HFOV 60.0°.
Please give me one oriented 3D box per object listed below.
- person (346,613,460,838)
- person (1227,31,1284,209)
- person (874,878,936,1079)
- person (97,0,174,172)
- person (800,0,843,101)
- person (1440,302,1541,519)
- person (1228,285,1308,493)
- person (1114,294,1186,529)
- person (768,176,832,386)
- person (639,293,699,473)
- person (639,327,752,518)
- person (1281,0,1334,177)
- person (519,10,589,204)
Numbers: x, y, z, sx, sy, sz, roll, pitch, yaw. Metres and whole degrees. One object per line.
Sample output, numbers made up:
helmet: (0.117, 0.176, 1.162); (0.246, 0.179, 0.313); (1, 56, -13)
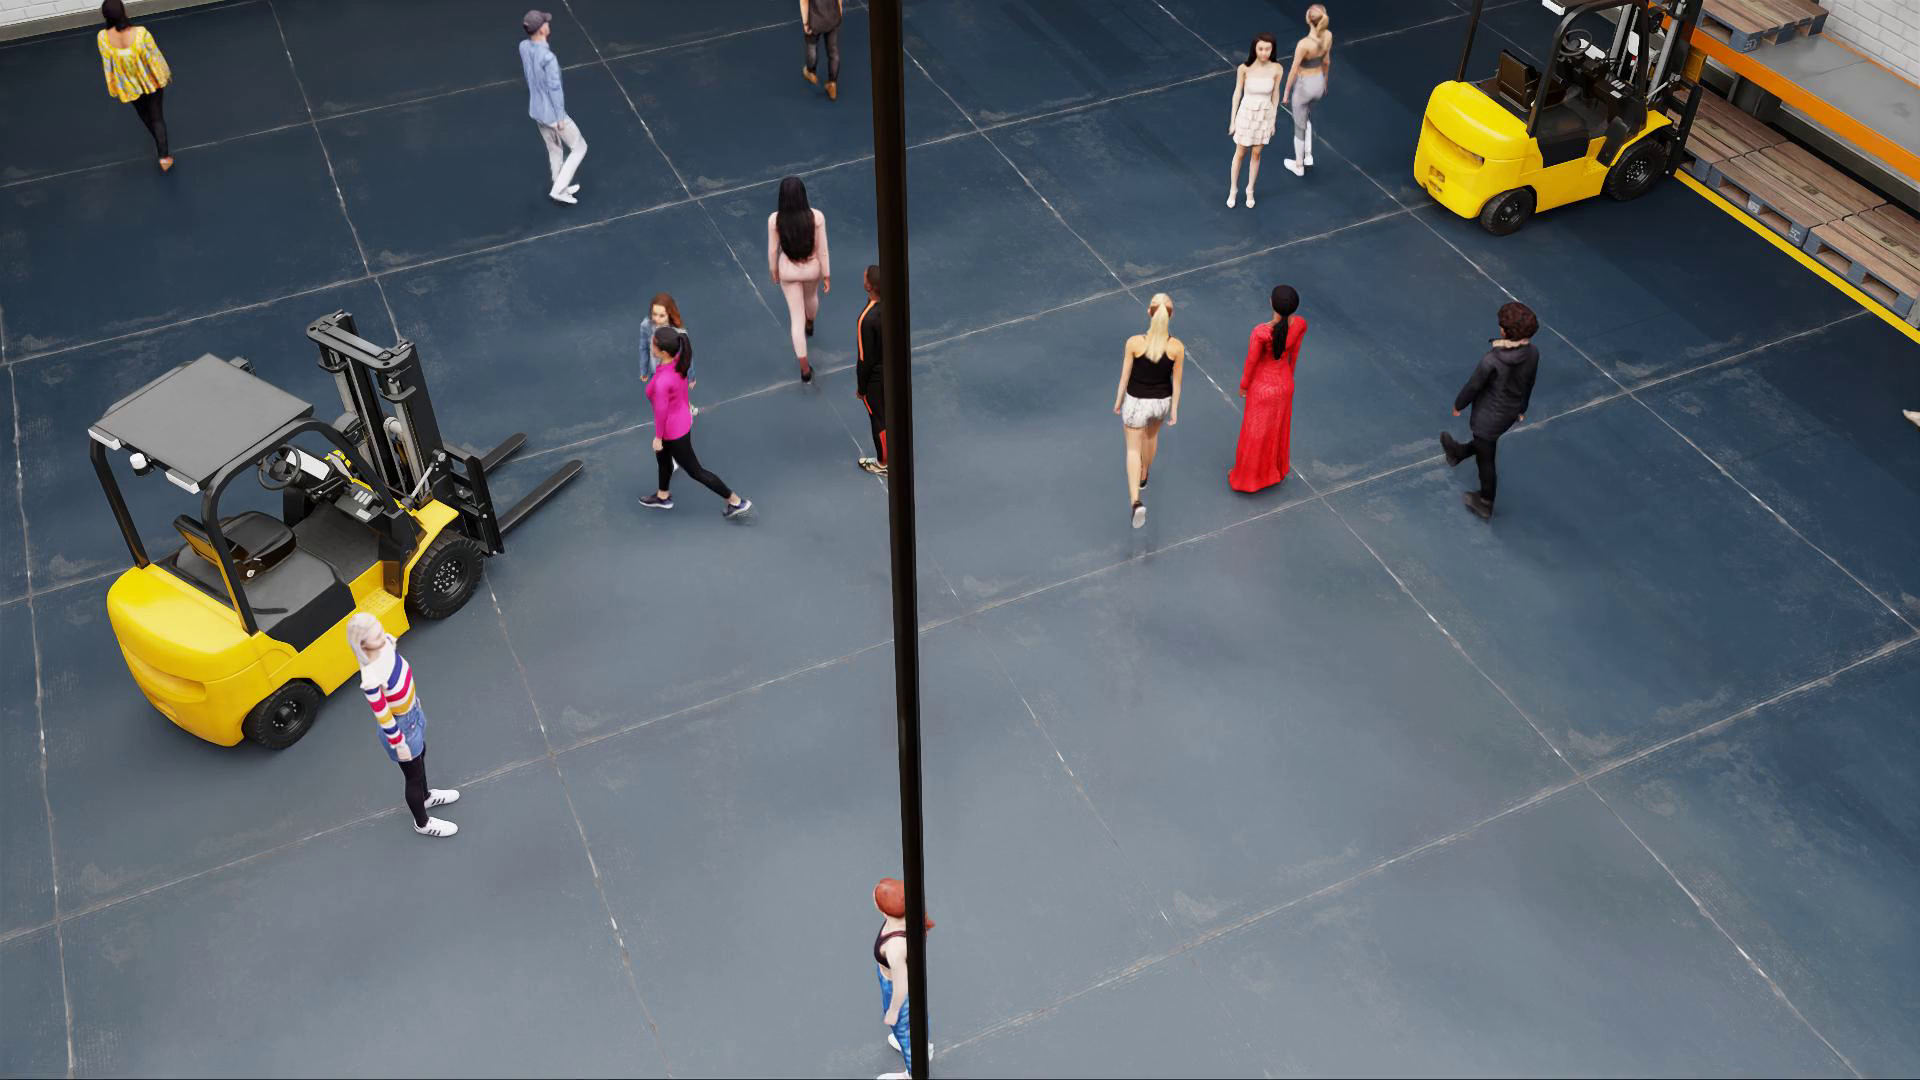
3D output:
person: (-3.323, 1.078, 9.860); (0.769, 1.809, 0.566); (-6, 44, -6)
person: (2.656, -3.786, 15.020); (0.654, 1.735, 0.674); (3, 44, 3)
person: (-0.299, 2.300, 8.603); (0.731, 1.785, 0.661); (10, 44, 10)
person: (-7.677, -4.219, 15.556); (0.840, 1.622, 1.045); (-9, 44, -9)
person: (-1.345, -5.196, 16.528); (0.698, 1.695, 0.893); (-11, 45, -11)
person: (3.900, -0.873, 11.958); (0.679, 1.741, 1.038); (-15, 46, -15)
person: (2.260, -1.098, 12.169); (0.641, 1.786, 0.590); (-19, 47, -19)
person: (1.349, -0.914, 11.951); (0.940, 1.809, 1.193); (1, 44, 1)
person: (-1.275, -2.036, 13.232); (0.870, 1.667, 1.260); (-5, 44, -5)
person: (-2.182, -1.305, 12.610); (0.948, 1.466, 0.989); (20, 47, 20)
person: (-1.954, -0.785, 11.925); (0.993, 1.669, 1.114); (2, 44, 2)
person: (3.271, -4.122, 15.398); (0.616, 1.699, 0.611); (-22, 48, -22)
person: (-3.750, -3.842, 14.977); (0.764, 1.875, 0.846); (29, 51, 27)
